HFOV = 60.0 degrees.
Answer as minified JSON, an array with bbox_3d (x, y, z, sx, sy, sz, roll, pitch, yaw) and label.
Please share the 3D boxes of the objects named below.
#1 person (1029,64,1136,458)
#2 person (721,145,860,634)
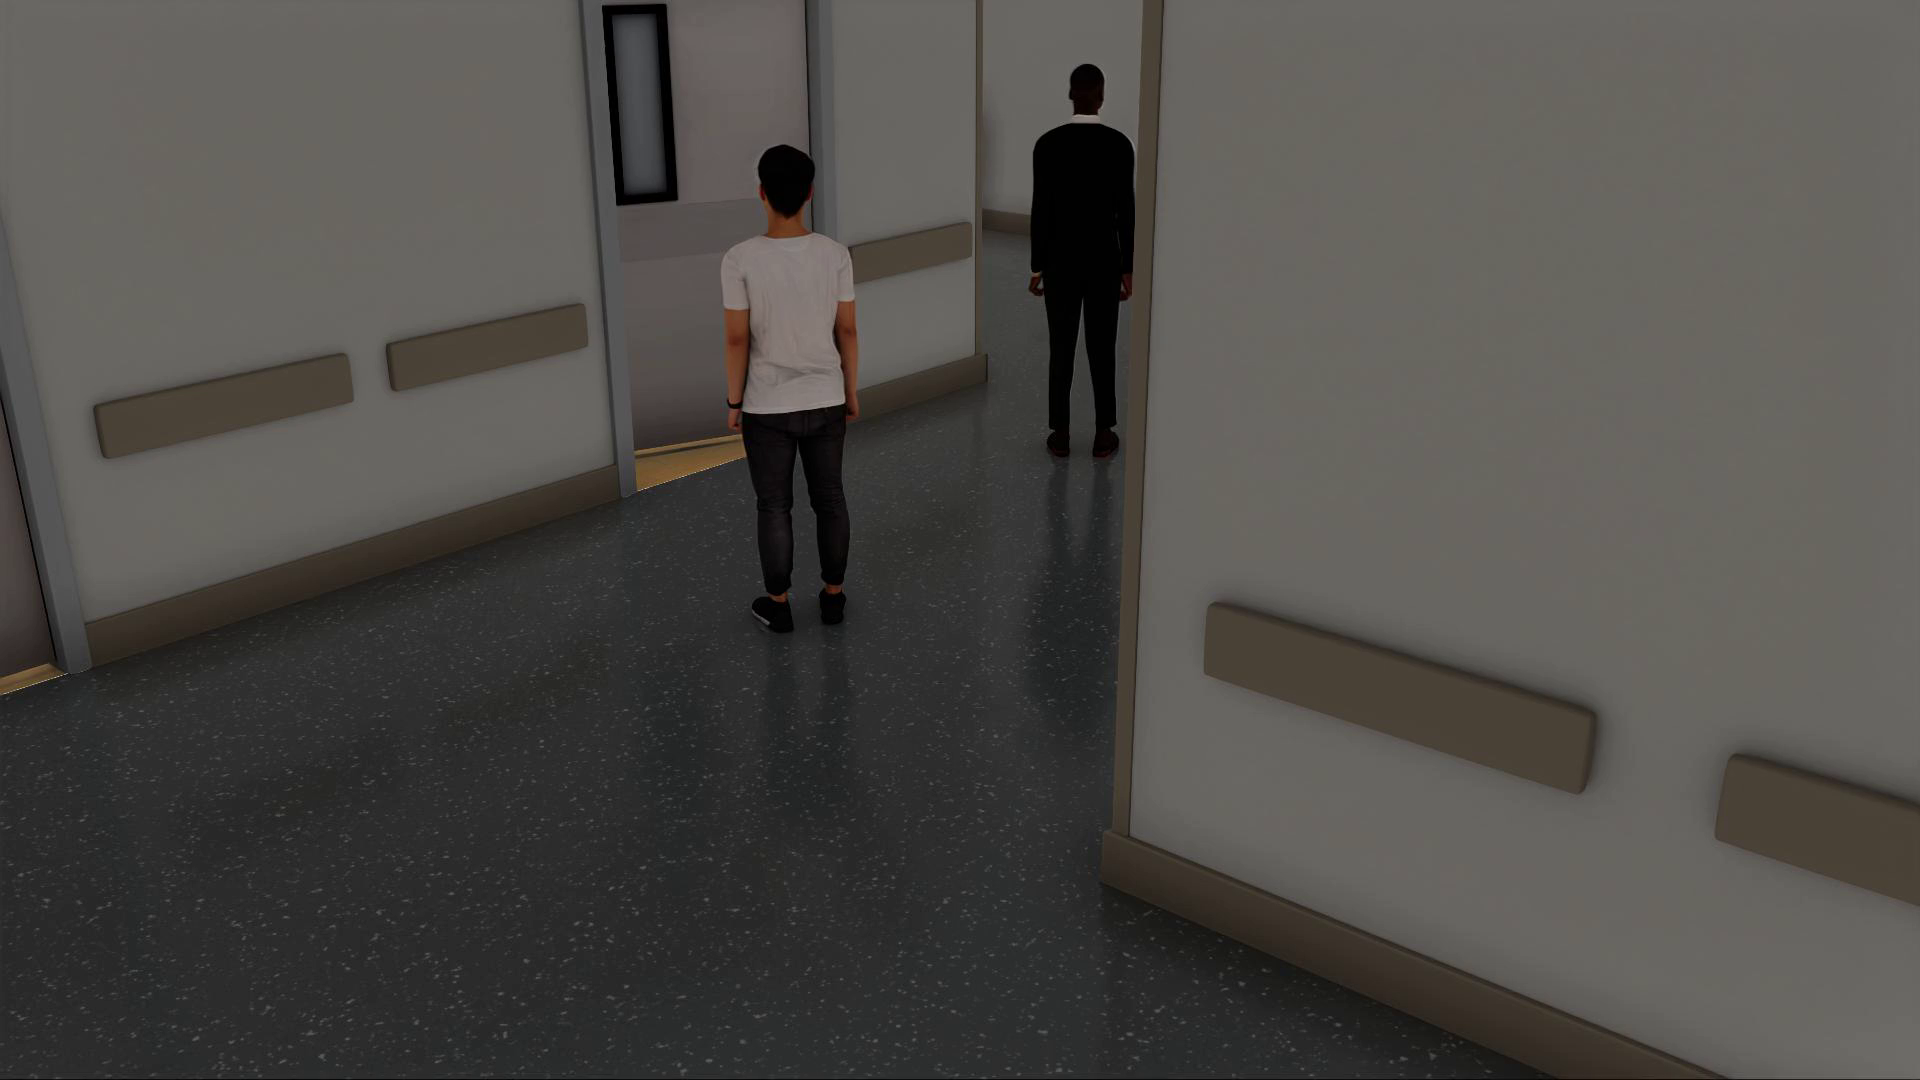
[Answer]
[{"bbox_3d":[0.569,-1.286,7.753,0.717,1.808,0.736,1,21,4],"label":"person"},{"bbox_3d":[-0.590,-0.519,5.848,0.650,1.722,0.767,-7,22,-18],"label":"person"}]
